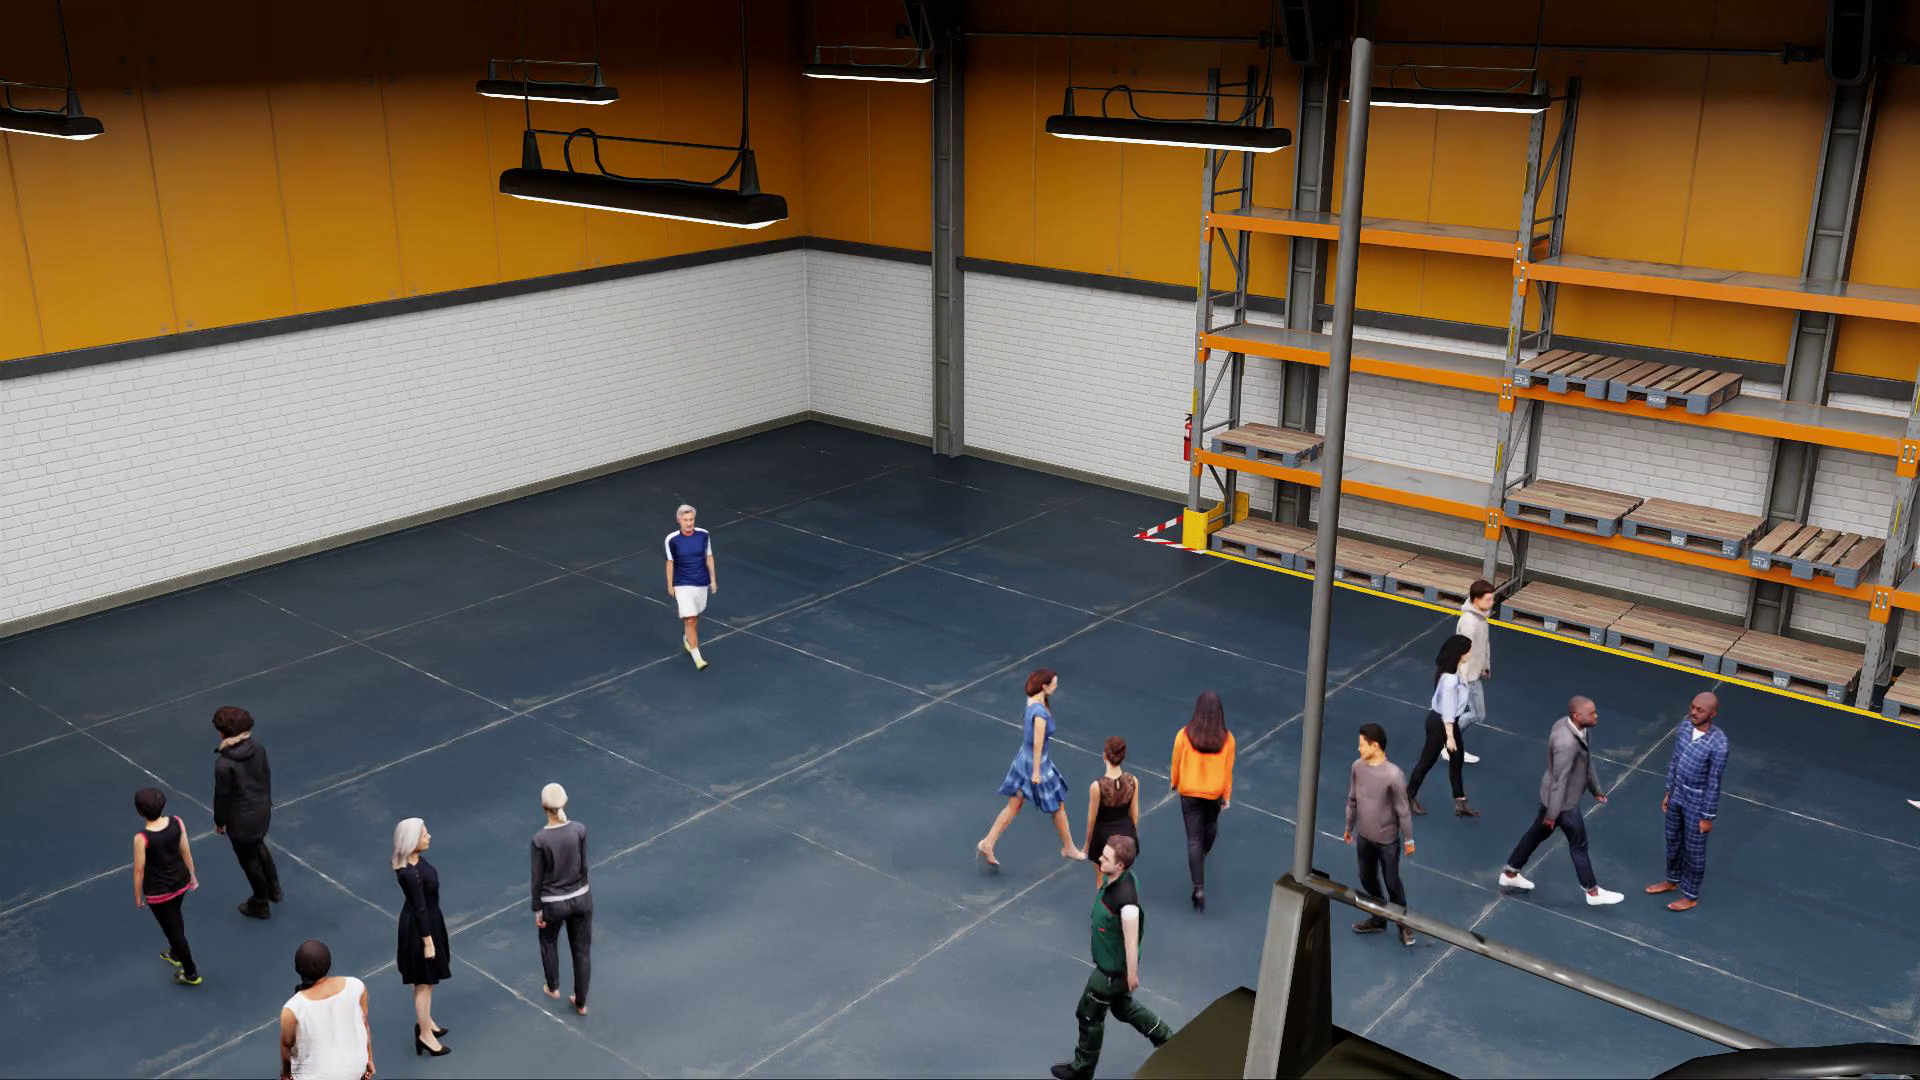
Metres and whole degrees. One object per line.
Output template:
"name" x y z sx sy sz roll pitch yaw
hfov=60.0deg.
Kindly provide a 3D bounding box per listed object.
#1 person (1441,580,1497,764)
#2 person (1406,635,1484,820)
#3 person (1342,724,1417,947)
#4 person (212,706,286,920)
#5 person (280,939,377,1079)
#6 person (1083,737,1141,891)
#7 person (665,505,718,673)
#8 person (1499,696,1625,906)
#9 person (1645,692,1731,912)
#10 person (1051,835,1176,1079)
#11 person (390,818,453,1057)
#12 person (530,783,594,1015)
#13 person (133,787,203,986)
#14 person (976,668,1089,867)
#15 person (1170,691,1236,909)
"person" 4.622 1.215 15.427 0.811 1.837 0.783 7 20 20
"person" 4.082 1.625 14.398 1.037 1.715 0.871 7 20 20
"person" 3.238 2.233 12.573 0.647 1.729 0.904 3 19 9
"person" -5.438 2.126 12.830 0.694 1.768 0.699 6 20 18
"person" -3.741 3.182 9.882 1.093 1.648 0.698 17 25 42
"person" 1.171 2.294 12.491 0.793 1.665 0.973 -8 20 -23
"person" -2.894 0.469 17.742 0.906 1.773 1.255 -11 21 -29
"person" 4.634 2.045 13.089 1.283 1.756 1.018 6 19 17
"person" 5.757 2.018 13.073 0.816 1.818 0.717 -6 20 -18
"person" 1.091 2.750 10.907 1.203 1.813 1.073 1 19 2
"person" -3.641 2.669 11.255 0.760 1.744 0.649 -8 20 -22
"person" -2.745 2.553 11.656 0.738 1.708 0.810 -9 20 -24
"person" -5.690 2.513 12.045 0.817 1.535 0.648 10 21 26
"person" 0.517 1.908 13.506 1.160 1.751 1.192 -4 19 -12
"person" 1.917 2.068 13.097 1.087 1.707 1.137 -1 19 -4
